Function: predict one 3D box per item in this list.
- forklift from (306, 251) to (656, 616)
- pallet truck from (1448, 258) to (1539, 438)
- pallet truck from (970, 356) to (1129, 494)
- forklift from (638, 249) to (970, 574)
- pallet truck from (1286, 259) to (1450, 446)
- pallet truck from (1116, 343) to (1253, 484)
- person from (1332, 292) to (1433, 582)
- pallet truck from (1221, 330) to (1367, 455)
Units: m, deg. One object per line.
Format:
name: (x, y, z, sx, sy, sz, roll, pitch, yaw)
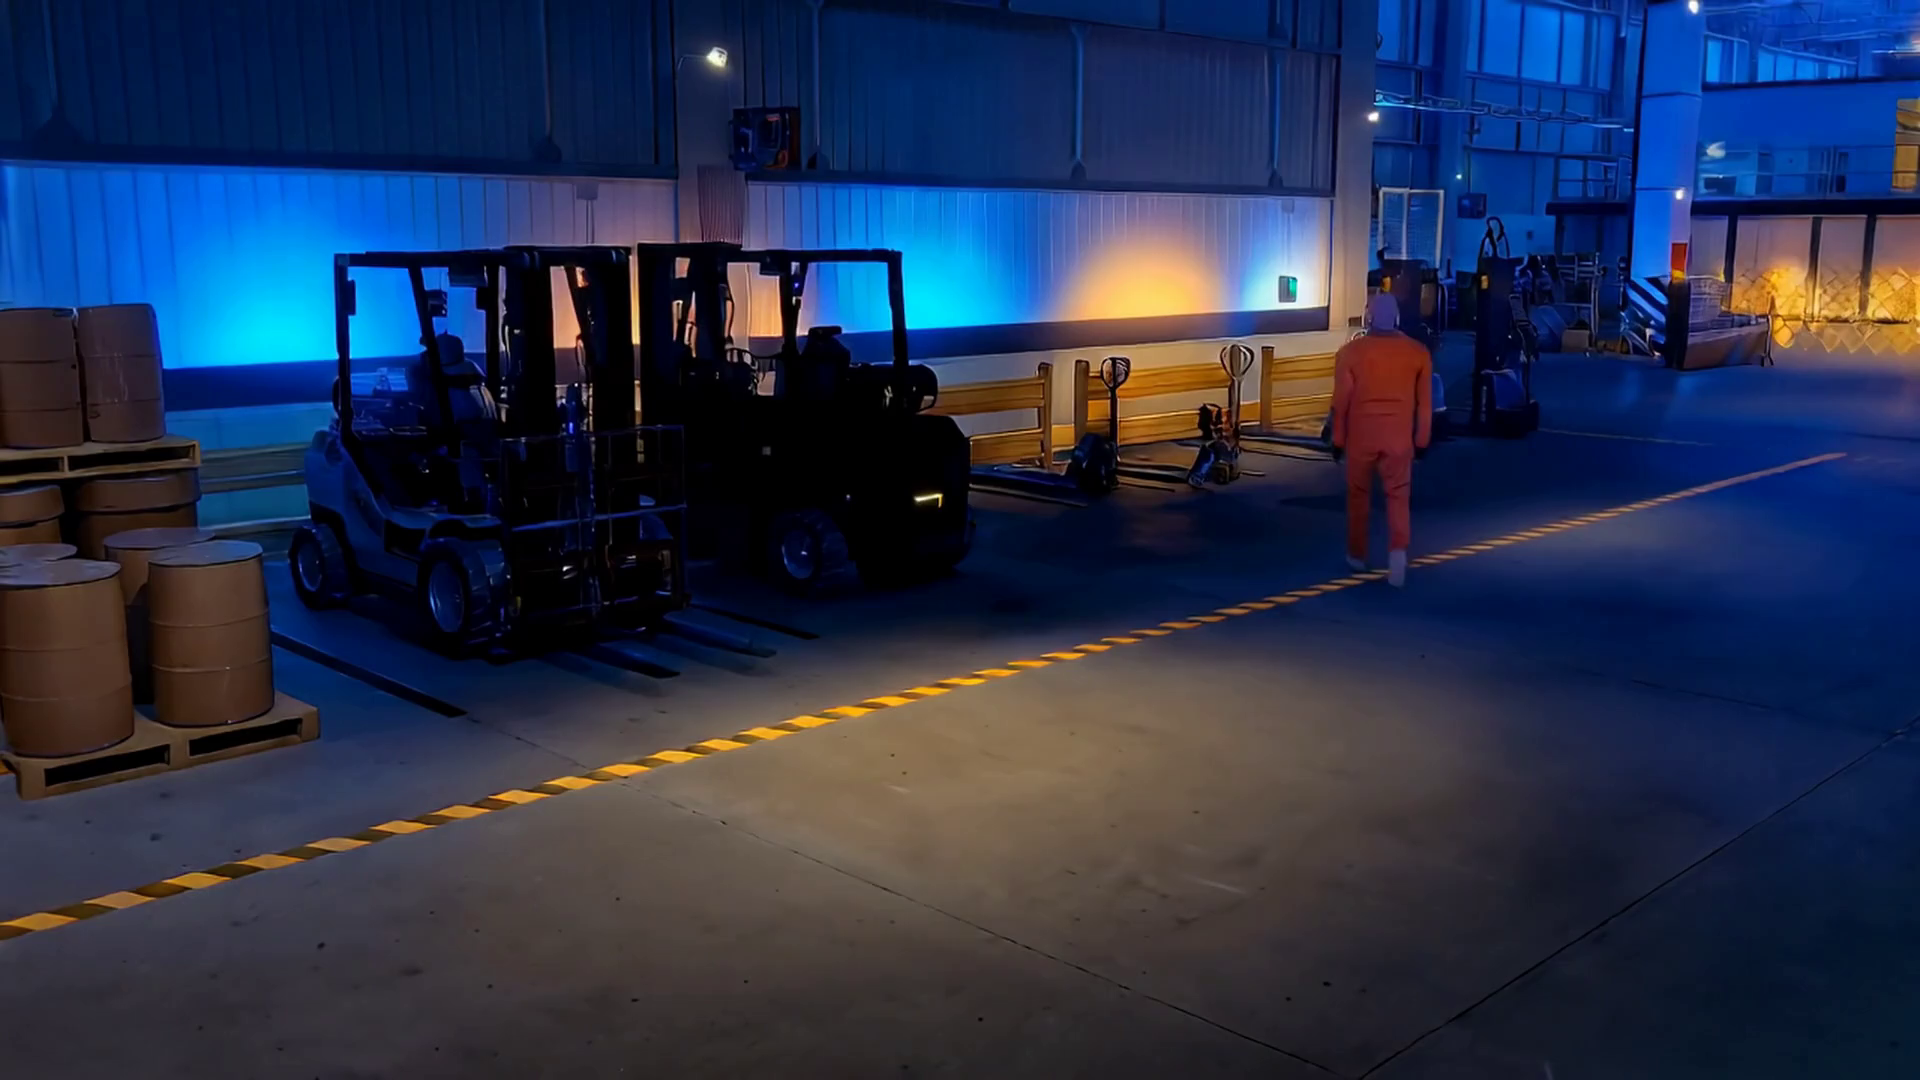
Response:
forklift: (-2.833, -0.669, 9.694, 1.157, 1.987, 2.680, -10, 14, -44)
pallet truck: (5.704, -2.208, 18.901, 1.885, 1.965, 0.823, 10, 14, 43)
pallet truck: (0.784, -1.085, 14.876, 0.680, 1.201, 1.601, -10, 14, -44)
forklift: (-1.173, -0.958, 11.239, 2.680, 1.987, 1.157, 10, 14, 43)
pallet truck: (4.493, -2.078, 18.196, 0.823, 1.965, 1.885, -9, 14, -40)
pallet truck: (1.962, -1.215, 15.415, 1.522, 1.261, 0.704, 10, 14, 43)
person: (2.773, -0.682, 10.930, 0.654, 1.879, 0.886, 1, 10, 5)
pallet truck: (3.563, -1.581, 17.381, 0.653, 1.274, 1.630, -10, 14, -44)
